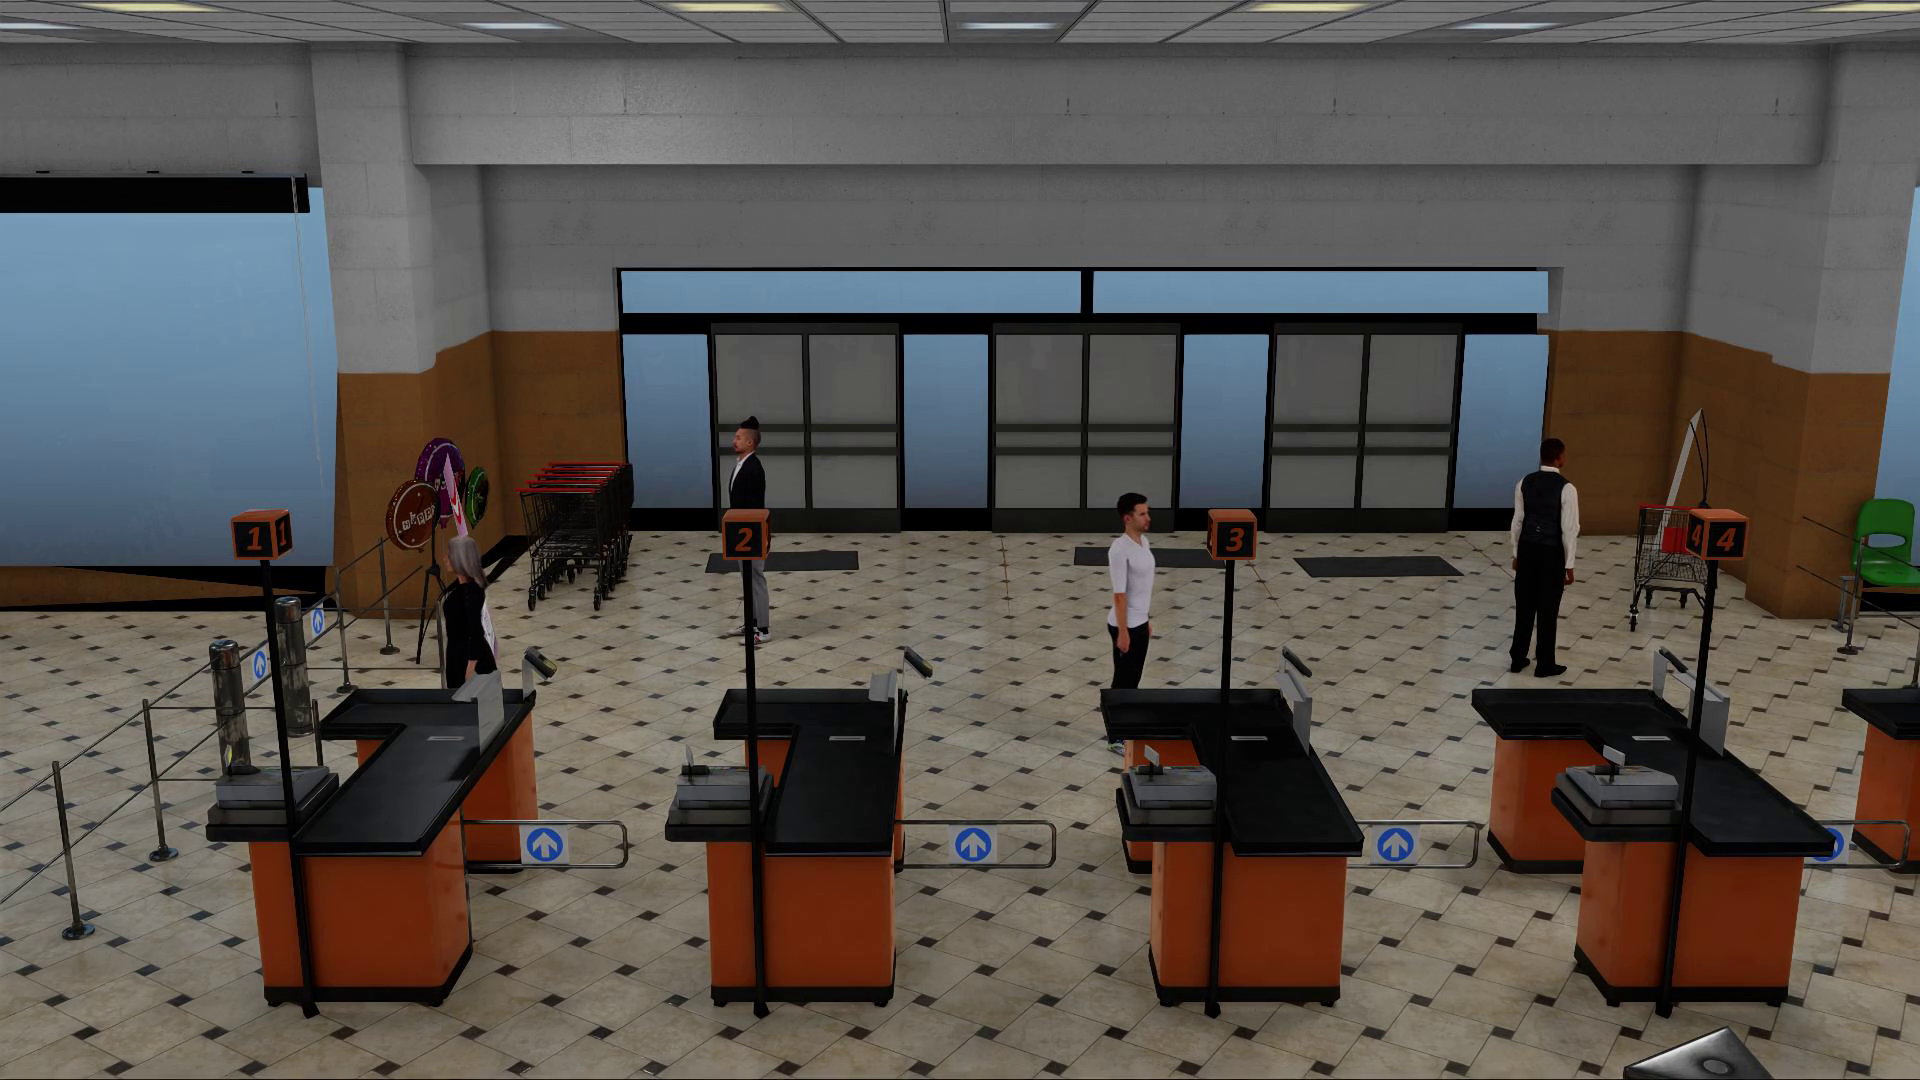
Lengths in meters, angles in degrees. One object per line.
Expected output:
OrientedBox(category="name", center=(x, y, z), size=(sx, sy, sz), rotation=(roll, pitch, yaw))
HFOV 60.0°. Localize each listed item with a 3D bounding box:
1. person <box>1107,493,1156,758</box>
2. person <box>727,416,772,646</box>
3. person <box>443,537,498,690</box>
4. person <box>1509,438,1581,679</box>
OrientedBox(category="person", center=(1.186, 0.573, 11.655), size=(0.817, 1.851, 0.694), rotation=(7, 16, 28))
OrientedBox(category="person", center=(-1.783, -0.092, 14.184), size=(0.847, 1.950, 0.693), rotation=(-6, 15, -23))
OrientedBox(category="person", center=(-3.194, 0.823, 10.845), size=(0.746, 1.746, 0.630), rotation=(-6, 15, -22))
OrientedBox(category="person", center=(4.663, 0.130, 13.337), size=(0.832, 1.917, 0.765), rotation=(-13, 19, -42))
